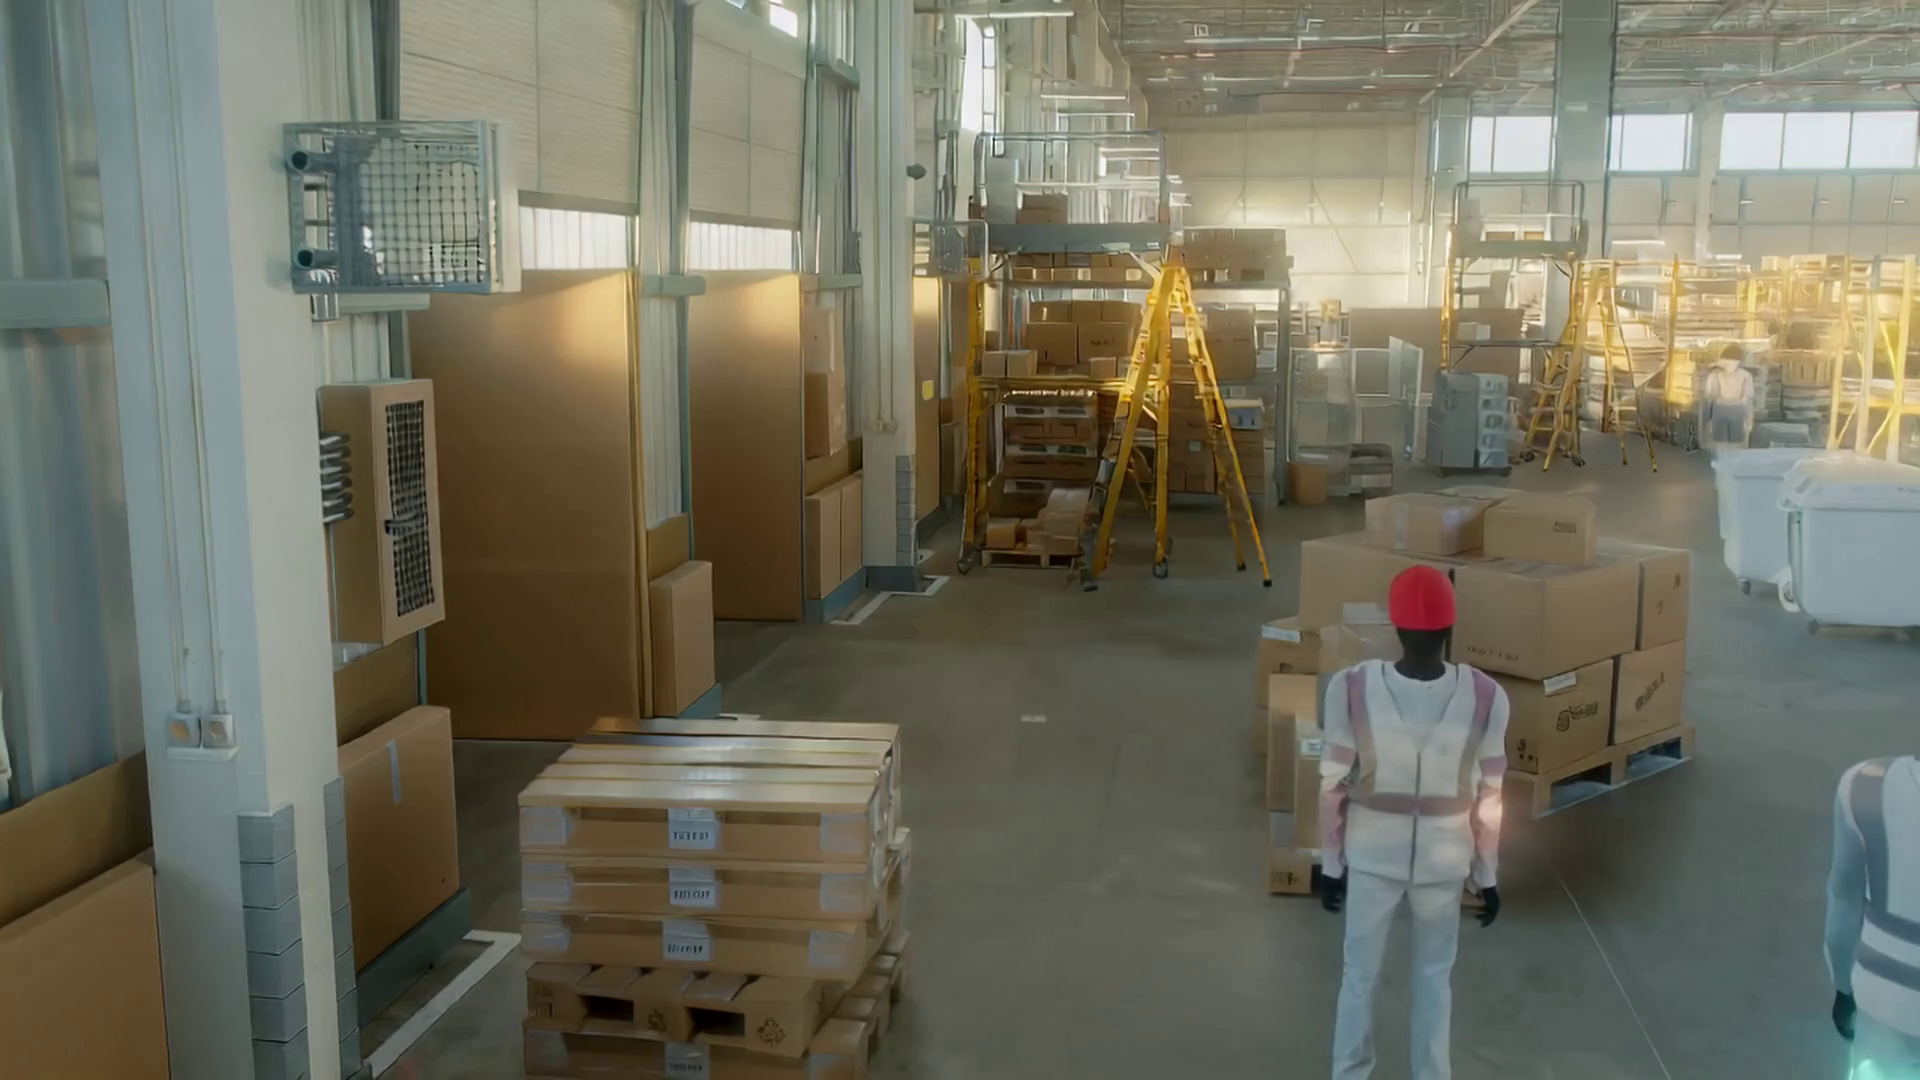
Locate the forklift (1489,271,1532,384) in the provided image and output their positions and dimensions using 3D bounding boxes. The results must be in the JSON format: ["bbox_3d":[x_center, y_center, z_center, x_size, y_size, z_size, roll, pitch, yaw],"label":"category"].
[{"bbox_3d":[13.422,-5.322,41.591,1.873,2.768,1.129,1,9,9],"label":"forklift"}]

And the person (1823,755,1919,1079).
[{"bbox_3d":[2.533,1.194,4.262,0.381,1.951,0.605,-9,13,-43],"label":"person"}]

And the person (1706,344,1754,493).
[{"bbox_3d":[9.946,-1.589,21.541,0.552,1.917,0.746,3,10,16],"label":"person"}]

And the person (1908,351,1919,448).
[{"bbox_3d":[15.515,-2.342,26.737,0.322,1.735,0.490,4,10,25],"label":"person"}]

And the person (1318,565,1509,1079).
[{"bbox_3d":[1.450,1.027,5.362,0.585,1.929,0.370,1,9,8],"label":"person"}]

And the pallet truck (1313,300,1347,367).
[{"bbox_3d":[11.159,-6.200,49.718,0.823,1.965,1.885,4,10,26],"label":"pallet truck"}]
